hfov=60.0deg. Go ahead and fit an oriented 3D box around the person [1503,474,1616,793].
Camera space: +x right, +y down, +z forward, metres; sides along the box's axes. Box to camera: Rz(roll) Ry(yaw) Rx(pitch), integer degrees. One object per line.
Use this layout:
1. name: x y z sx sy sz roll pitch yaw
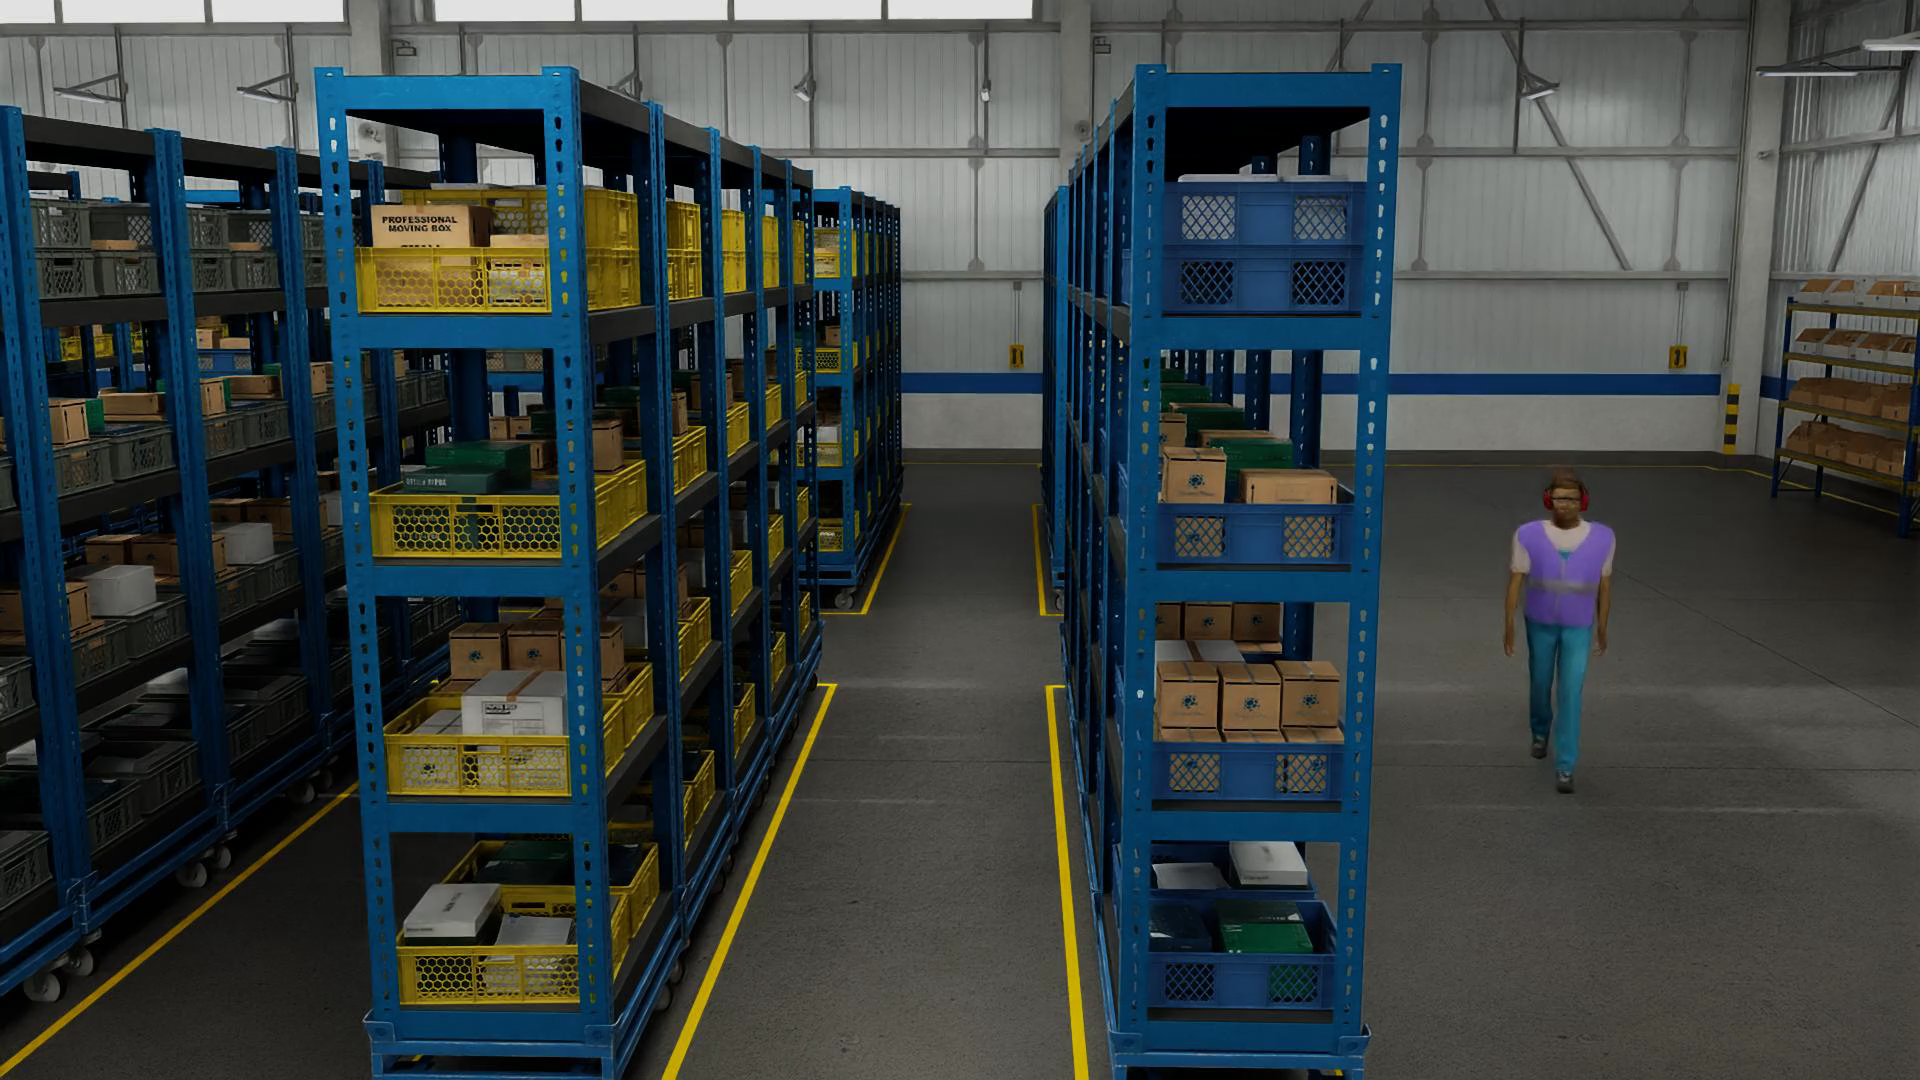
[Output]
1. person: 3.498 0.490 9.752 0.585 1.795 0.981 3 10 19
